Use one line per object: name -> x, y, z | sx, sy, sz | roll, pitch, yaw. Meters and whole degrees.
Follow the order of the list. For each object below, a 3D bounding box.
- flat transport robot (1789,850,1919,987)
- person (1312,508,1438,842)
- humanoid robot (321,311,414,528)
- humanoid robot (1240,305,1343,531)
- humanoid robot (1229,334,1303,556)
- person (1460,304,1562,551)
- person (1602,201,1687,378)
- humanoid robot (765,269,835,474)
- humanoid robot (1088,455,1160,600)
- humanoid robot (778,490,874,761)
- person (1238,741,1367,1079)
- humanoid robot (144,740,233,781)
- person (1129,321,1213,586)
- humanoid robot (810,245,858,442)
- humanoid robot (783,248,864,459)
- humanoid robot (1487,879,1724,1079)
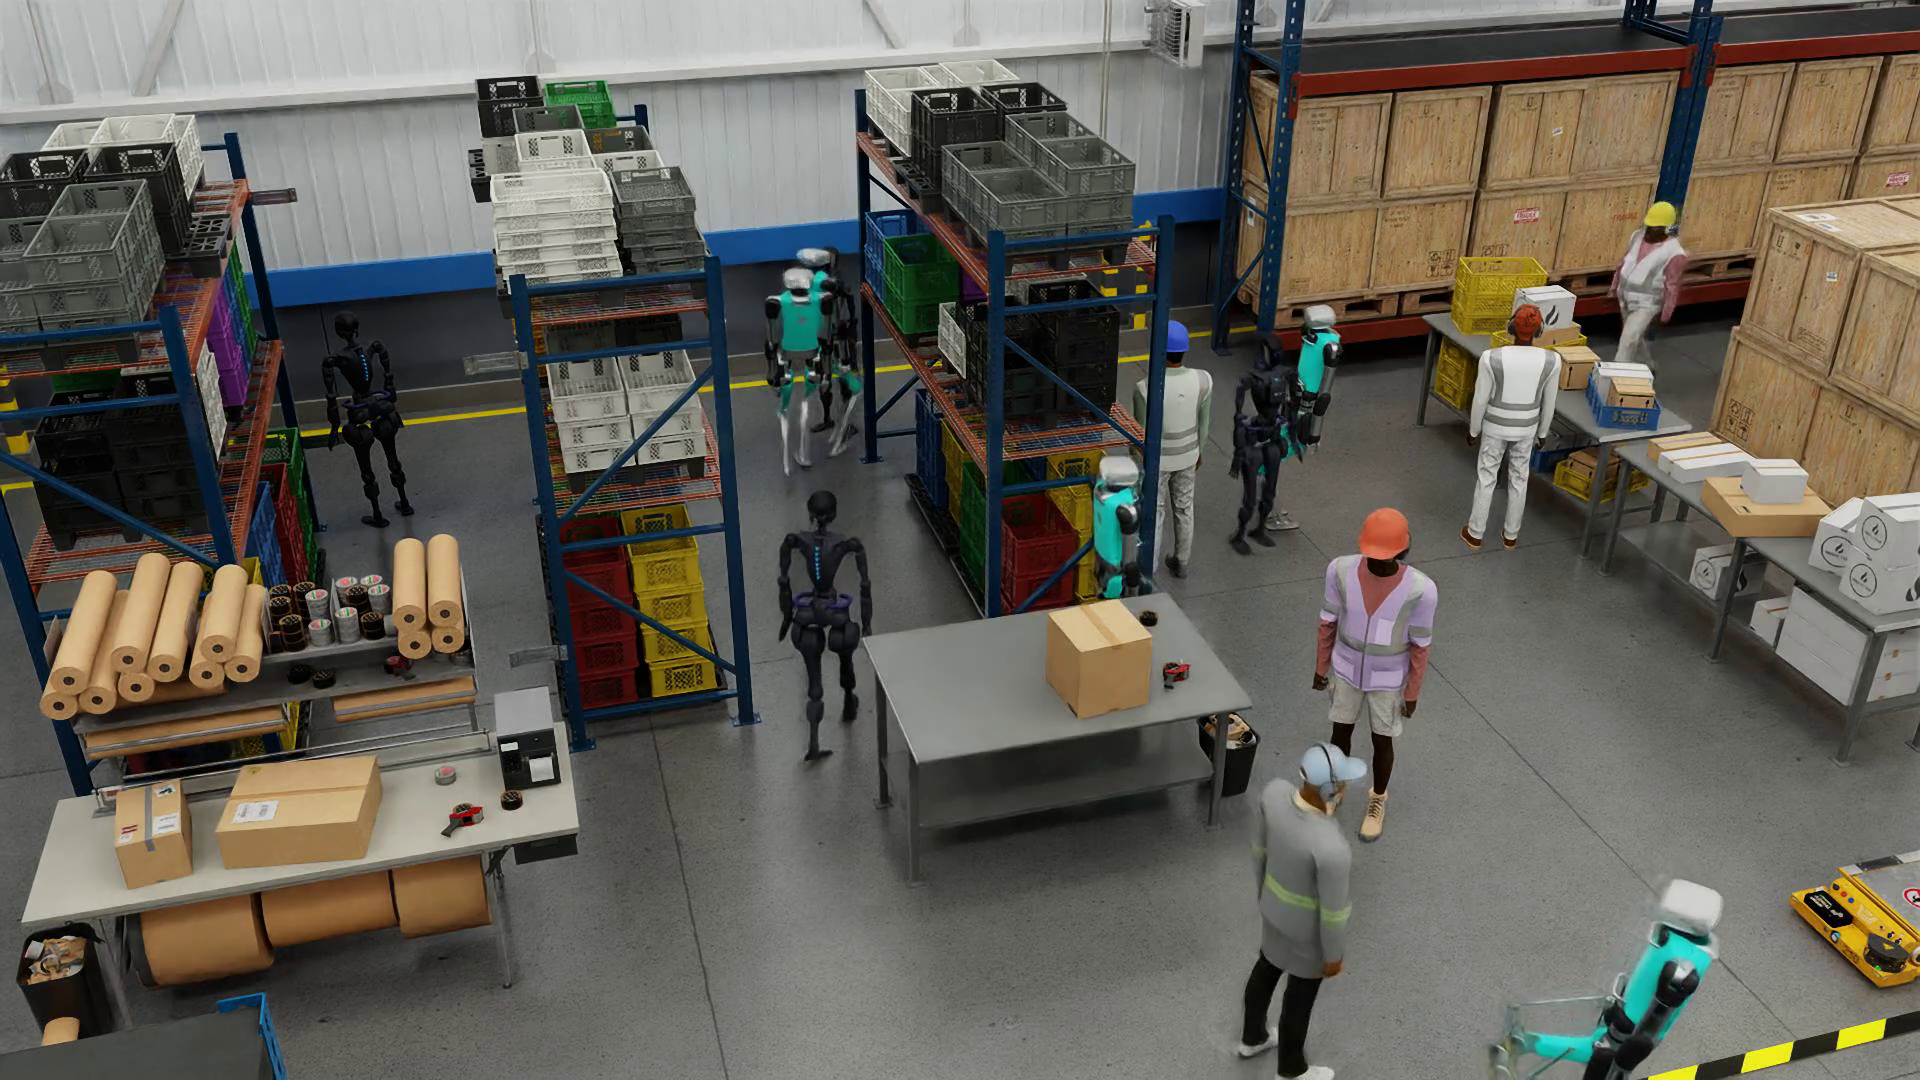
flat transport robot -> 5.163, 1.916, 8.676 | 1.431, 0.231, 0.659 | -8, 30, -14
person -> 2.204, 0.730, 9.009 | 0.605, 2.035, 0.406 | 16, 33, 26
humanoid robot -> -4.406, -0.903, 12.326 | 0.315, 1.657, 0.599 | 23, 36, 35
humanoid robot -> 2.338, -0.872, 12.118 | 0.737, 1.693, 0.530 | -5, 29, -10
humanoid robot -> 2.192, -0.694, 11.957 | 0.583, 1.656, 0.337 | -14, 32, -24
person -> 3.933, -0.791, 11.925 | 0.573, 1.882, 0.356 | 2, 29, 4
person -> 5.880, -2.068, 14.336 | 0.863, 1.797, 0.592 | -9, 30, -16
humanoid robot -> -1.290, -1.347, 13.097 | 0.550, 1.780, 0.782 | -8, 30, -14
humanoid robot -> 1.181, 0.303, 10.168 | 0.832, 1.859, 0.544 | -10, 30, -18
humanoid robot -> -0.799, 0.496, 9.871 | 0.609, 1.629, 0.787 | 4, 29, 8
person -> 1.547, 1.672, 7.475 | 0.395, 1.850, 0.596 | -14, 32, -23
humanoid robot -> -3.959, 1.131, 8.698 | 0.731, 1.639, 0.592 | 5, 29, 9
person -> 1.432, -0.582, 11.479 | 0.602, 1.948, 0.381 | -12, 31, -21
humanoid robot -> -1.042, -1.616, 13.621 | 0.599, 1.659, 0.315 | 21, 35, 34
humanoid robot -> -0.981, -1.565, 13.470 | 0.539, 1.761, 0.799 | 22, 35, 34
humanoid robot -> 2.557, 2.059, 6.871 | 0.990, 1.703, 0.552 | 14, 32, 24
